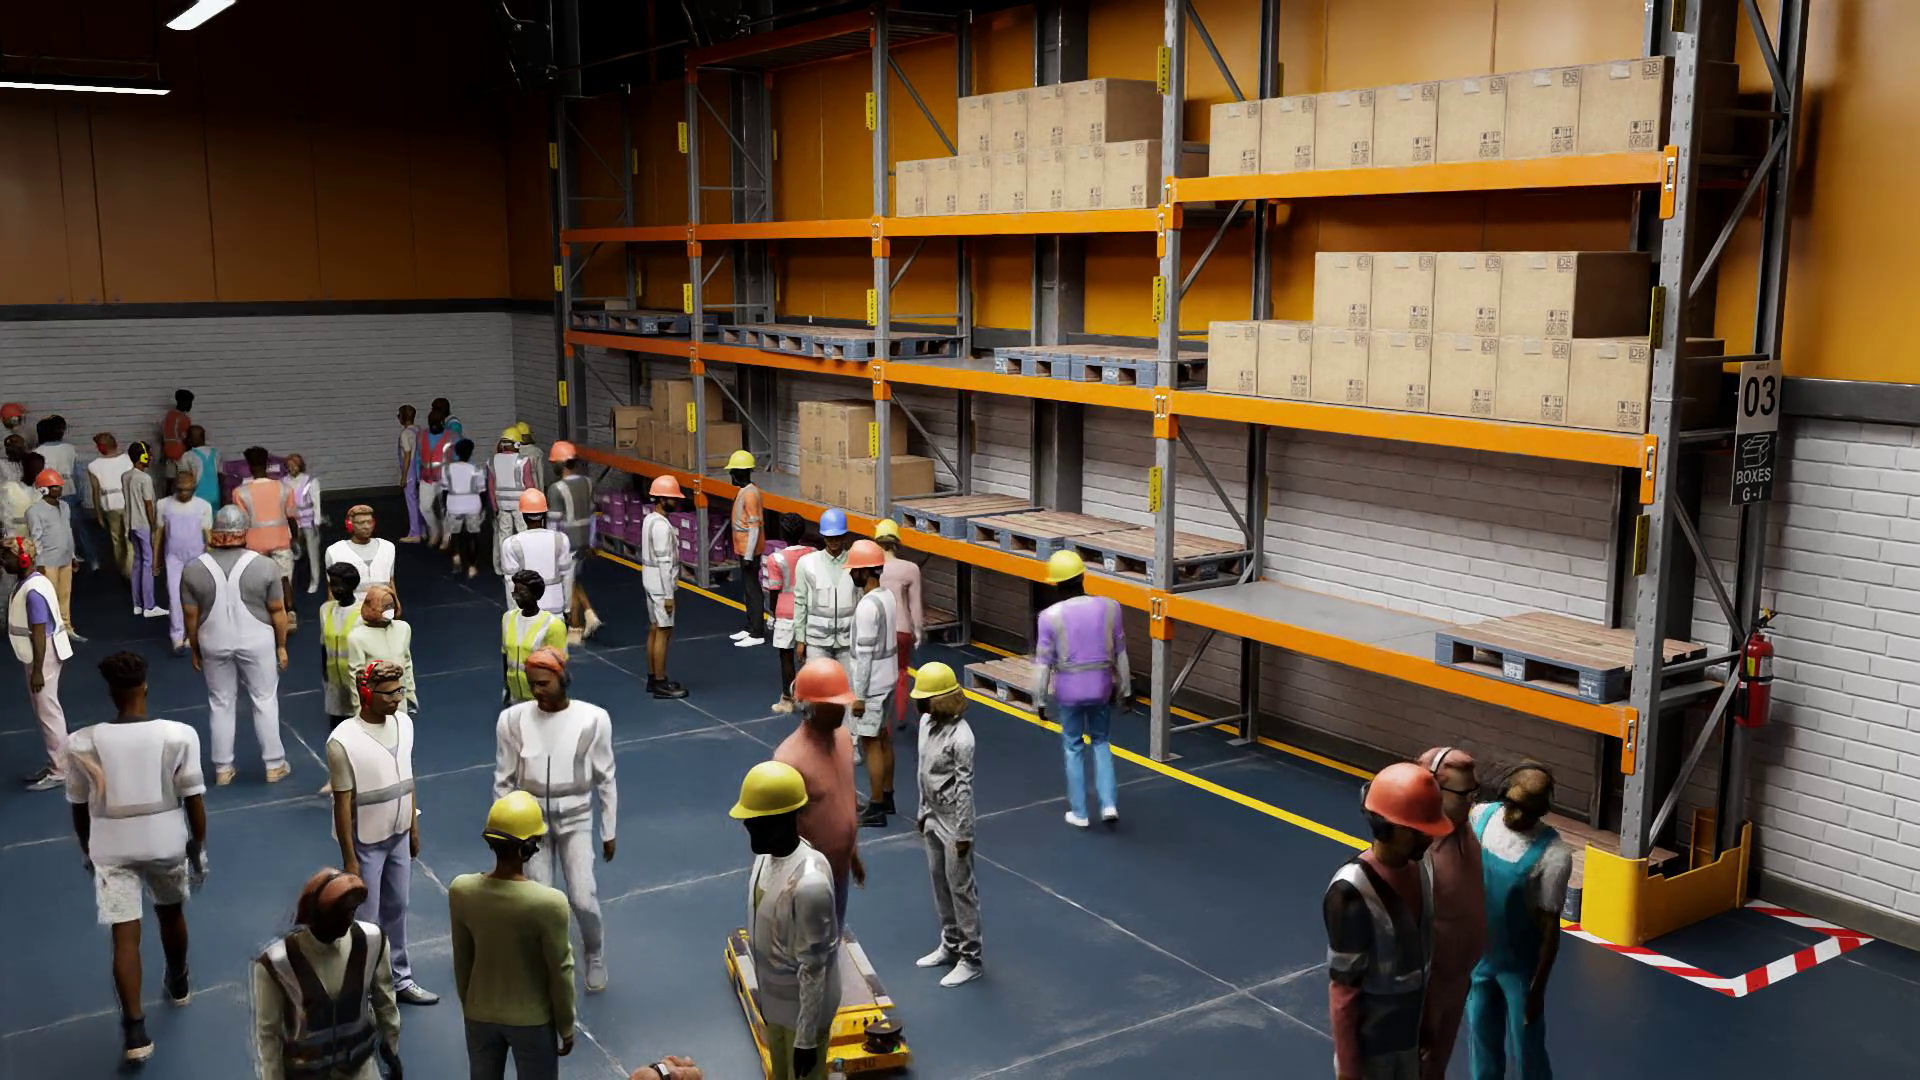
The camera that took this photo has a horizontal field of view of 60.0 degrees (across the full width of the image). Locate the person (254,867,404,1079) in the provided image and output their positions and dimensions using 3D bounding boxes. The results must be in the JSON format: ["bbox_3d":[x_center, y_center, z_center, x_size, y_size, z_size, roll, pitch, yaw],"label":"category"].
[{"bbox_3d":[-2.321,1.973,6.151,0.535,1.591,0.721,-7,12,-37],"label":"person"}]

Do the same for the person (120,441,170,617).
[{"bbox_3d":[-8.640,-0.111,17.611,0.509,1.860,0.334,7,12,35],"label":"person"}]

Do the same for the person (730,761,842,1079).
[{"bbox_3d":[-0.664,1.774,6.382,0.402,1.919,0.582,-5,11,-26],"label":"person"}]

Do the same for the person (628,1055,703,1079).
[{"bbox_3d":[-0.803,2.215,4.593,0.307,1.641,0.514,-7,12,-37],"label":"person"}]

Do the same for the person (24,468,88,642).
[{"bbox_3d":[-8.813,0.176,16.216,0.326,1.754,0.568,1,10,7],"label":"person"}]

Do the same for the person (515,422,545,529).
[{"bbox_3d":[-5.459,-0.612,20.886,0.492,1.741,0.324,-6,11,-32],"label":"person"}]

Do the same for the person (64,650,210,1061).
[{"bbox_3d":[-3.976,1.495,8.078,0.606,1.914,1.011,-5,11,-26],"label":"person"}]

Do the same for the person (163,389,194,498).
[{"bbox_3d":[-11.278,-1.220,23.947,0.820,1.921,0.375,7,12,36],"label":"person"}]

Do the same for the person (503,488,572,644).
[{"bbox_3d":[-3.428,0.541,13.530,0.544,1.943,0.347,-5,11,-26],"label":"person"}]

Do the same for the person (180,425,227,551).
[{"bbox_3d":[-9.003,-0.470,19.823,0.578,1.819,0.514,6,11,30],"label":"person"}]

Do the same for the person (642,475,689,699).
[{"bbox_3d":[-2.548,0.401,14.375,0.374,1.933,0.550,-4,10,-21],"label":"person"}]

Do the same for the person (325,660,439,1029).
[{"bbox_3d":[-2.900,1.492,8.269,0.394,1.836,0.560,3,10,19],"label":"person"}]

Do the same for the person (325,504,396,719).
[{"bbox_3d":[-4.760,0.628,13.291,0.567,1.850,0.389,-9,13,-43],"label":"person"}]

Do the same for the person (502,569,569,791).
[{"bbox_3d":[-2.915,1.029,11.383,0.533,1.697,0.322,5,11,25],"label":"person"}]

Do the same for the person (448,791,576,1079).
[{"bbox_3d":[-1.722,1.837,6.467,0.522,1.762,0.337,3,10,15],"label":"person"}]

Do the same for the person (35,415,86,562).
[{"bbox_3d":[-11.123,-0.621,20.582,0.328,1.865,0.521,7,12,36],"label":"person"}]

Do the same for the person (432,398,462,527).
[{"bbox_3d":[-7.250,-1.093,23.463,0.429,1.833,0.631,-9,13,-42],"label":"person"}]

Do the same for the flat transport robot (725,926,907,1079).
[{"bbox_3d":[-0.754,2.262,8.325,0.652,0.197,1.431,-3,10,-16],"label":"flat transport robot"}]

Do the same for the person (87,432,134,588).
[{"bbox_3d":[-9.718,-0.353,19.223,0.587,1.800,0.936,-5,11,-28],"label":"person"}]

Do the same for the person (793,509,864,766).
[{"bbox_3d":[-0.938,0.728,12.413,0.604,1.949,0.389,-2,10,-10],"label":"person"}]

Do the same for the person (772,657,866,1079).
[{"bbox_3d":[-0.644,1.511,7.713,0.408,1.992,0.622,4,11,24],"label":"person"}]

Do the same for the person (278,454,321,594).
[{"bbox_3d":[-7.382,-0.144,18.531,0.528,1.599,0.828,0,10,1],"label":"person"}]

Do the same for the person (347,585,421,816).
[{"bbox_3d":[-3.859,1.100,11.158,0.265,1.631,0.508,6,11,32],"label":"person"}]

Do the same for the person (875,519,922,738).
[{"bbox_3d":[-0.589,0.701,13.172,0.543,1.739,0.722,-2,10,-11],"label":"person"}]

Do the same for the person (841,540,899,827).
[{"bbox_3d":[-0.608,0.955,11.155,0.380,1.929,0.538,2,10,13],"label":"person"}]

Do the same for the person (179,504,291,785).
[{"bbox_3d":[-5.219,0.744,12.050,0.688,2.000,0.536,-2,10,-13],"label":"person"}]

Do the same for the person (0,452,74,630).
[{"bbox_3d":[-9.542,0.014,16.940,0.930,1.856,0.619,5,11,29],"label":"person"}]

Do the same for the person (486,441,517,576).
[{"bbox_3d":[-5.431,-0.402,19.961,0.523,1.636,0.310,-9,13,-44],"label":"person"}]

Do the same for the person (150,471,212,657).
[{"bbox_3d":[-7.444,0.220,15.916,0.582,1.773,0.974,-4,10,-21],"label":"person"}]

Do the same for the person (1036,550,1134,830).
[{"bbox_3d":[0.820,0.997,10.986,0.685,1.894,0.403,-2,10,-10],"label":"person"}]

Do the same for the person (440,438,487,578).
[{"bbox_3d":[-5.839,-0.363,19.599,0.549,1.681,0.442,-1,10,-7],"label":"person"}]

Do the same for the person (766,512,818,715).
[{"bbox_3d":[-1.380,0.608,13.850,0.535,1.700,0.318,-8,13,-40],"label":"person"}]

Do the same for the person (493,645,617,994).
[{"bbox_3d":[-2.030,1.458,8.363,0.591,1.876,0.468,0,10,-1],"label":"person"}]

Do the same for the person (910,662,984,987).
[{"bbox_3d":[-0.086,1.474,8.701,0.374,1.729,0.482,-5,11,-27],"label":"person"}]

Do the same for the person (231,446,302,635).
[{"bbox_3d":[-6.843,0.040,16.468,0.633,1.943,0.656,-7,12,-35],"label":"person"}]

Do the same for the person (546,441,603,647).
[{"bbox_3d":[-3.799,0.047,16.169,0.437,2.029,0.634,5,11,25],"label":"person"}]

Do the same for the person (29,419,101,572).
[{"bbox_3d":[-10.761,-0.511,19.961,0.924,1.871,0.621,4,11,23],"label":"person"}]

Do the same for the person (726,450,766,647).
[{"bbox_3d":[-2.091,0.081,16.272,0.373,1.928,0.584,-2,10,-12],"label":"person"}]

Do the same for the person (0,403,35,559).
[{"bbox_3d":[-11.957,-0.738,20.965,0.849,1.960,0.658,-5,11,-25],"label":"person"}]

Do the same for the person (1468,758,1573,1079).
[{"bbox_3d":[2.252,1.743,6.902,0.348,1.810,0.663,-5,11,-26],"label":"person"}]

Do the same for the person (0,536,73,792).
[{"bbox_3d":[-6.580,0.873,11.910,0.387,1.837,0.560,-7,12,-36],"label":"person"}]

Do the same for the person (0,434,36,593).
[{"bbox_3d":[-10.530,-0.268,18.596,0.349,1.839,0.503,4,11,23],"label":"person"}]

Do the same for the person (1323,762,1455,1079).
[{"bbox_3d":[1.557,1.778,6.027,0.410,2.032,0.609,9,13,43],"label":"person"}]

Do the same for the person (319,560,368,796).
[{"bbox_3d":[-4.275,0.973,11.721,0.568,1.692,0.336,3,10,19],"label":"person"}]

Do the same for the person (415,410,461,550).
[{"bbox_3d":[-6.767,-0.772,21.567,0.646,1.826,0.449,1,10,4],"label":"person"}]

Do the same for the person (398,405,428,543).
[{"bbox_3d":[-7.313,-0.882,22.164,0.334,1.845,0.513,1,10,6],"label":"person"}]

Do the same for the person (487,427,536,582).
[{"bbox_3d":[-5.207,-0.407,19.445,0.587,1.823,0.403,3,10,15],"label":"person"}]
